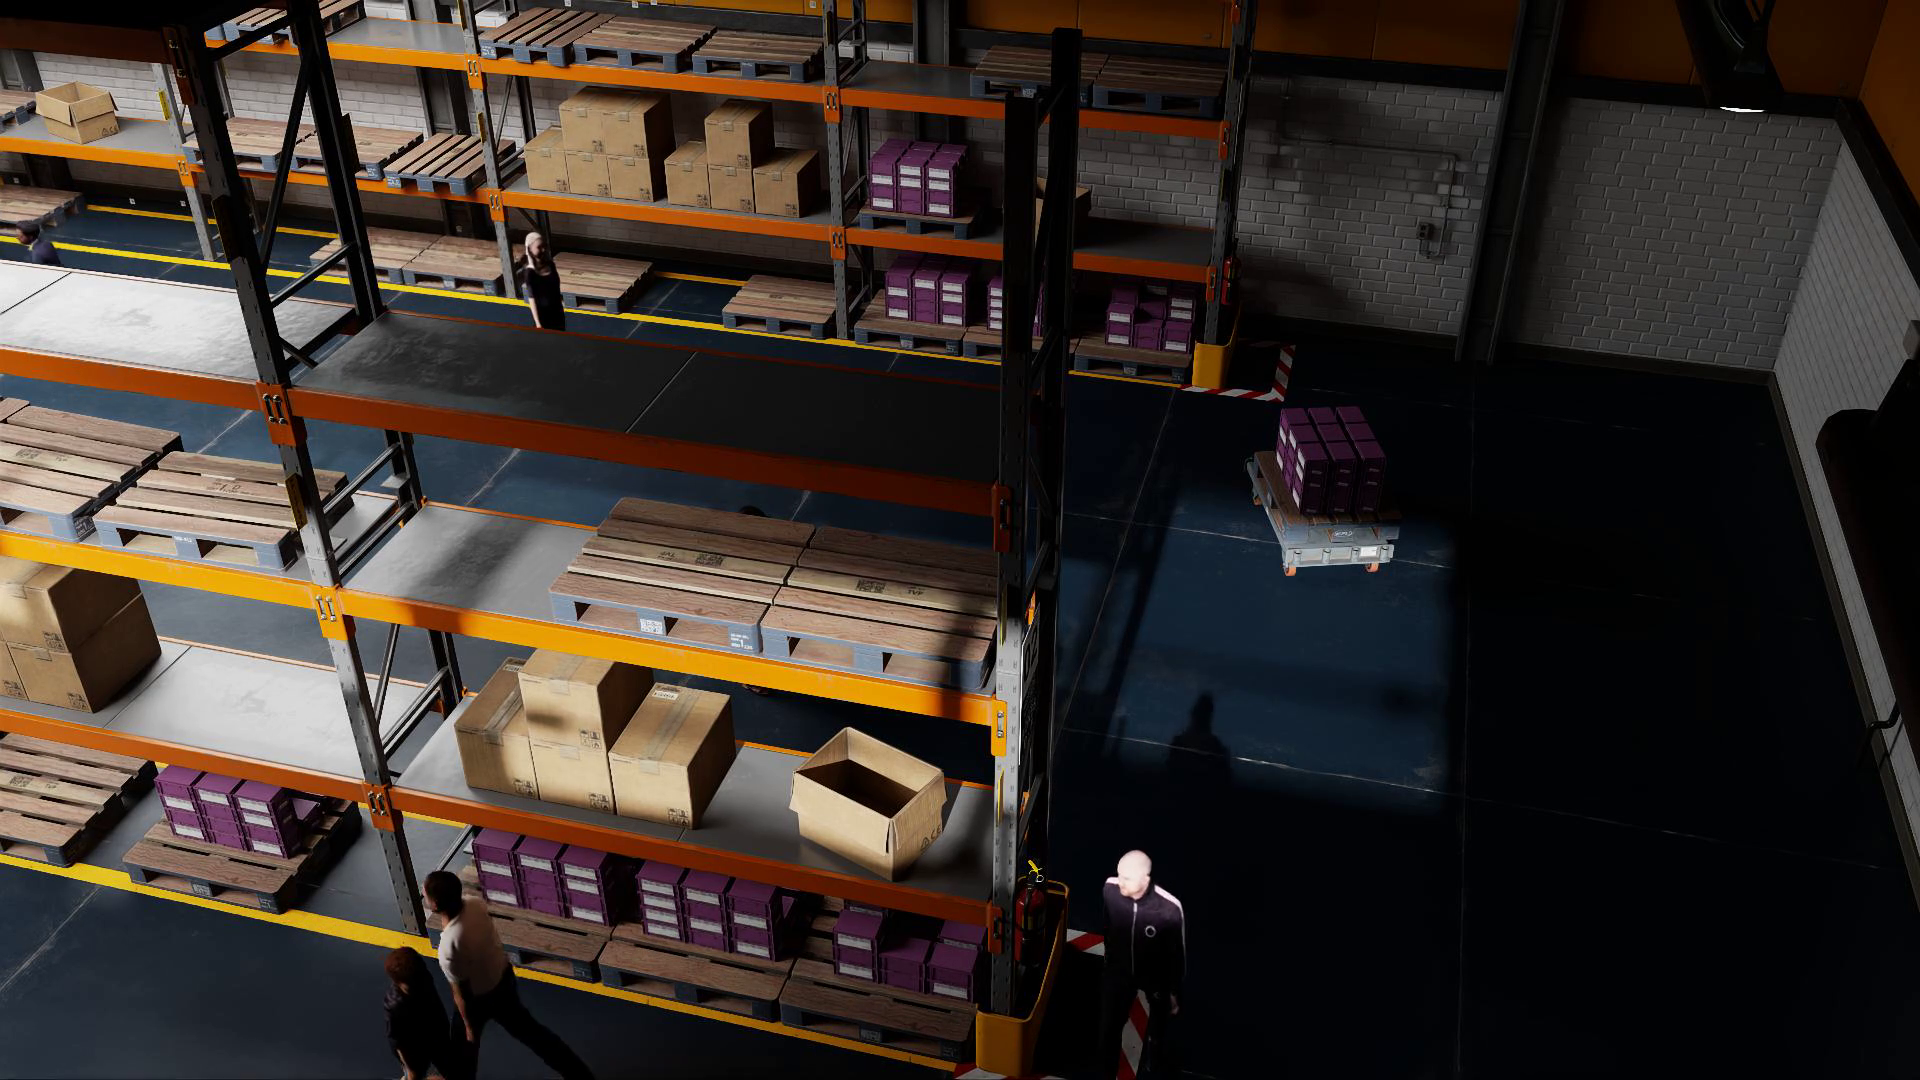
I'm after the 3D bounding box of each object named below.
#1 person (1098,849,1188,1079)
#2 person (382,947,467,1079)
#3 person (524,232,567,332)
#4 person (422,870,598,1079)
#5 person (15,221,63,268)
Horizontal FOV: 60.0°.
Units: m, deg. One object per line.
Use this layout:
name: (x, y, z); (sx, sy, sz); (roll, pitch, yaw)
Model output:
person: (1.086, 2.419, 9.658); (0.972, 1.796, 0.857); (11, 35, 16)
person: (-3.075, 2.828, 9.388); (1.023, 1.414, 0.685); (16, 37, 23)
person: (-4.105, -2.198, 16.575); (0.544, 1.829, 0.612); (14, 36, 20)
person: (-2.566, 2.589, 9.389); (1.272, 1.811, 0.784); (2, 34, 3)
person: (-9.178, -2.513, 17.185); (1.256, 1.678, 1.092); (-8, 34, -12)
